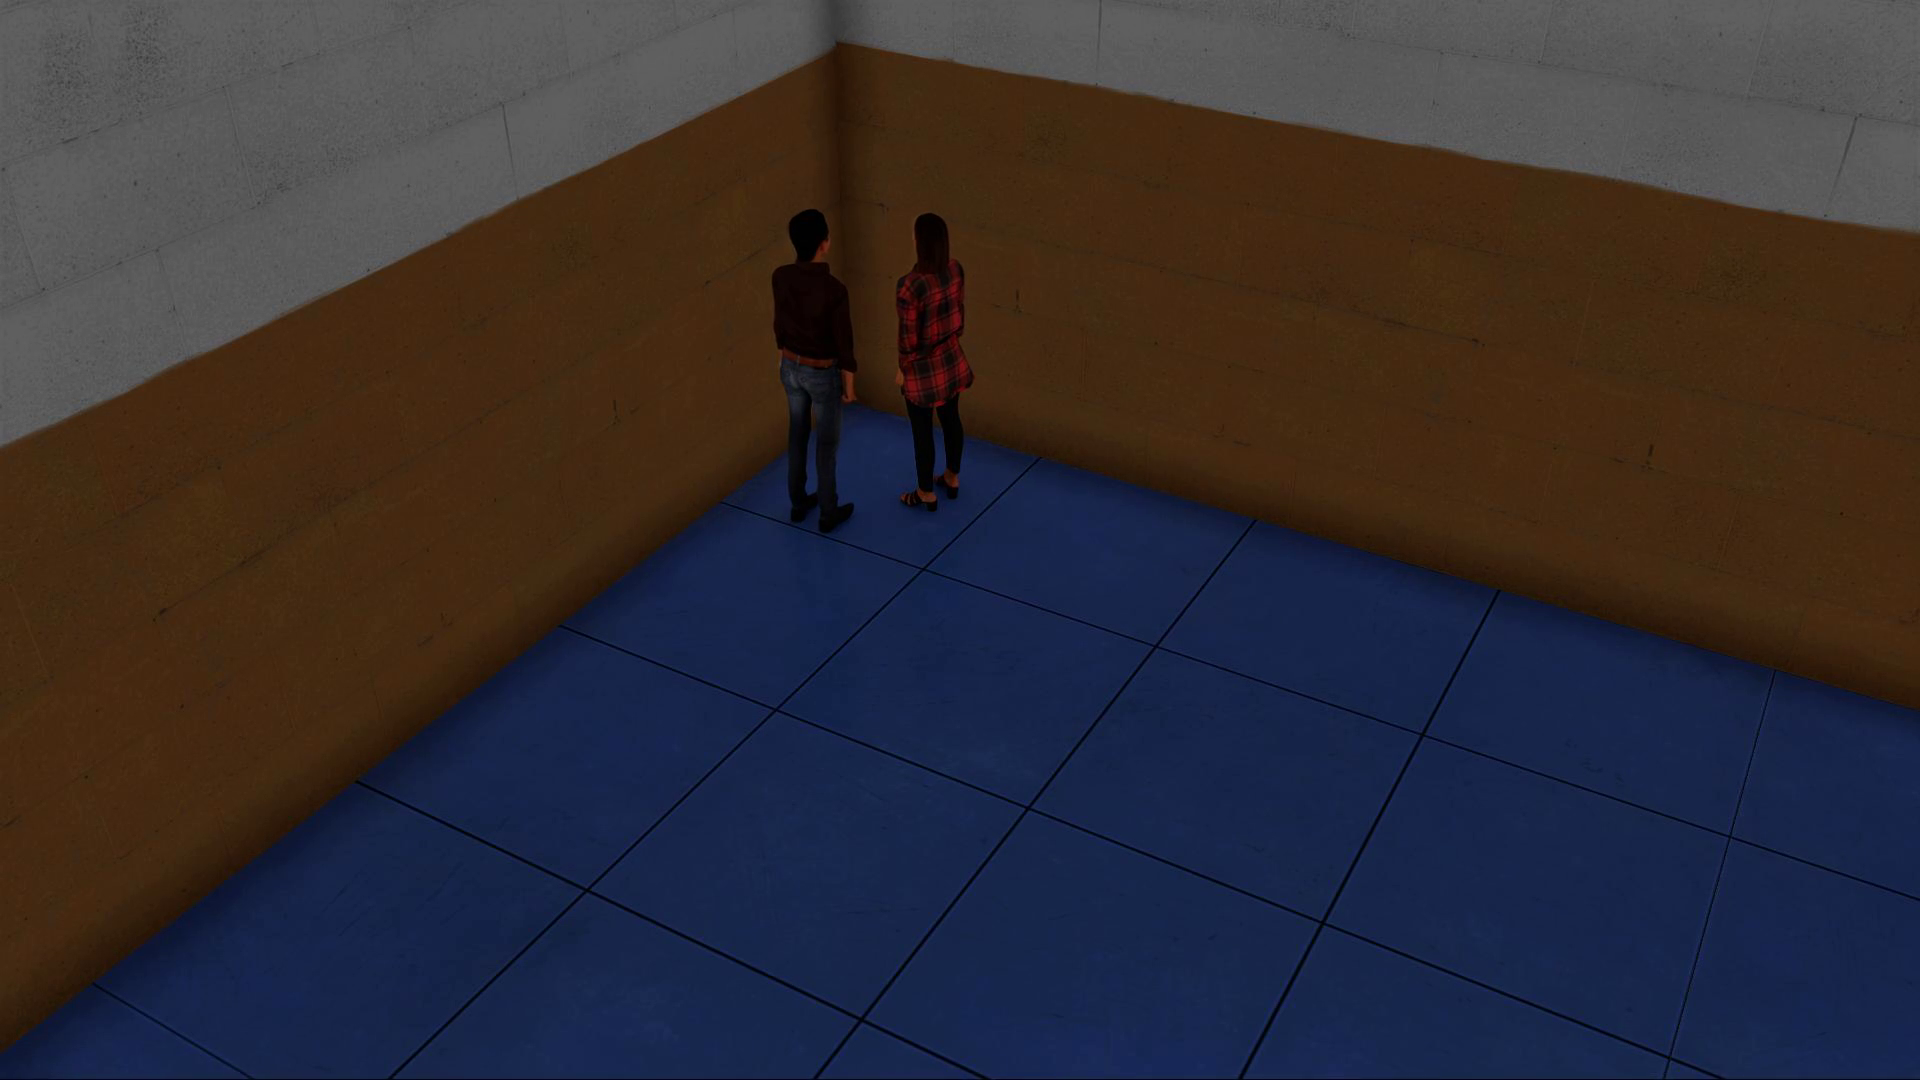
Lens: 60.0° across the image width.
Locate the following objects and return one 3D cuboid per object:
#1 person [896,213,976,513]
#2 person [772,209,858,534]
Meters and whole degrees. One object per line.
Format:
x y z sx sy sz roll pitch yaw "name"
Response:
-0.149 -0.937 8.825 0.722 1.703 0.570 29 43 36 "person"
-0.776 -0.863 8.647 0.632 1.778 0.509 16 37 23 "person"
